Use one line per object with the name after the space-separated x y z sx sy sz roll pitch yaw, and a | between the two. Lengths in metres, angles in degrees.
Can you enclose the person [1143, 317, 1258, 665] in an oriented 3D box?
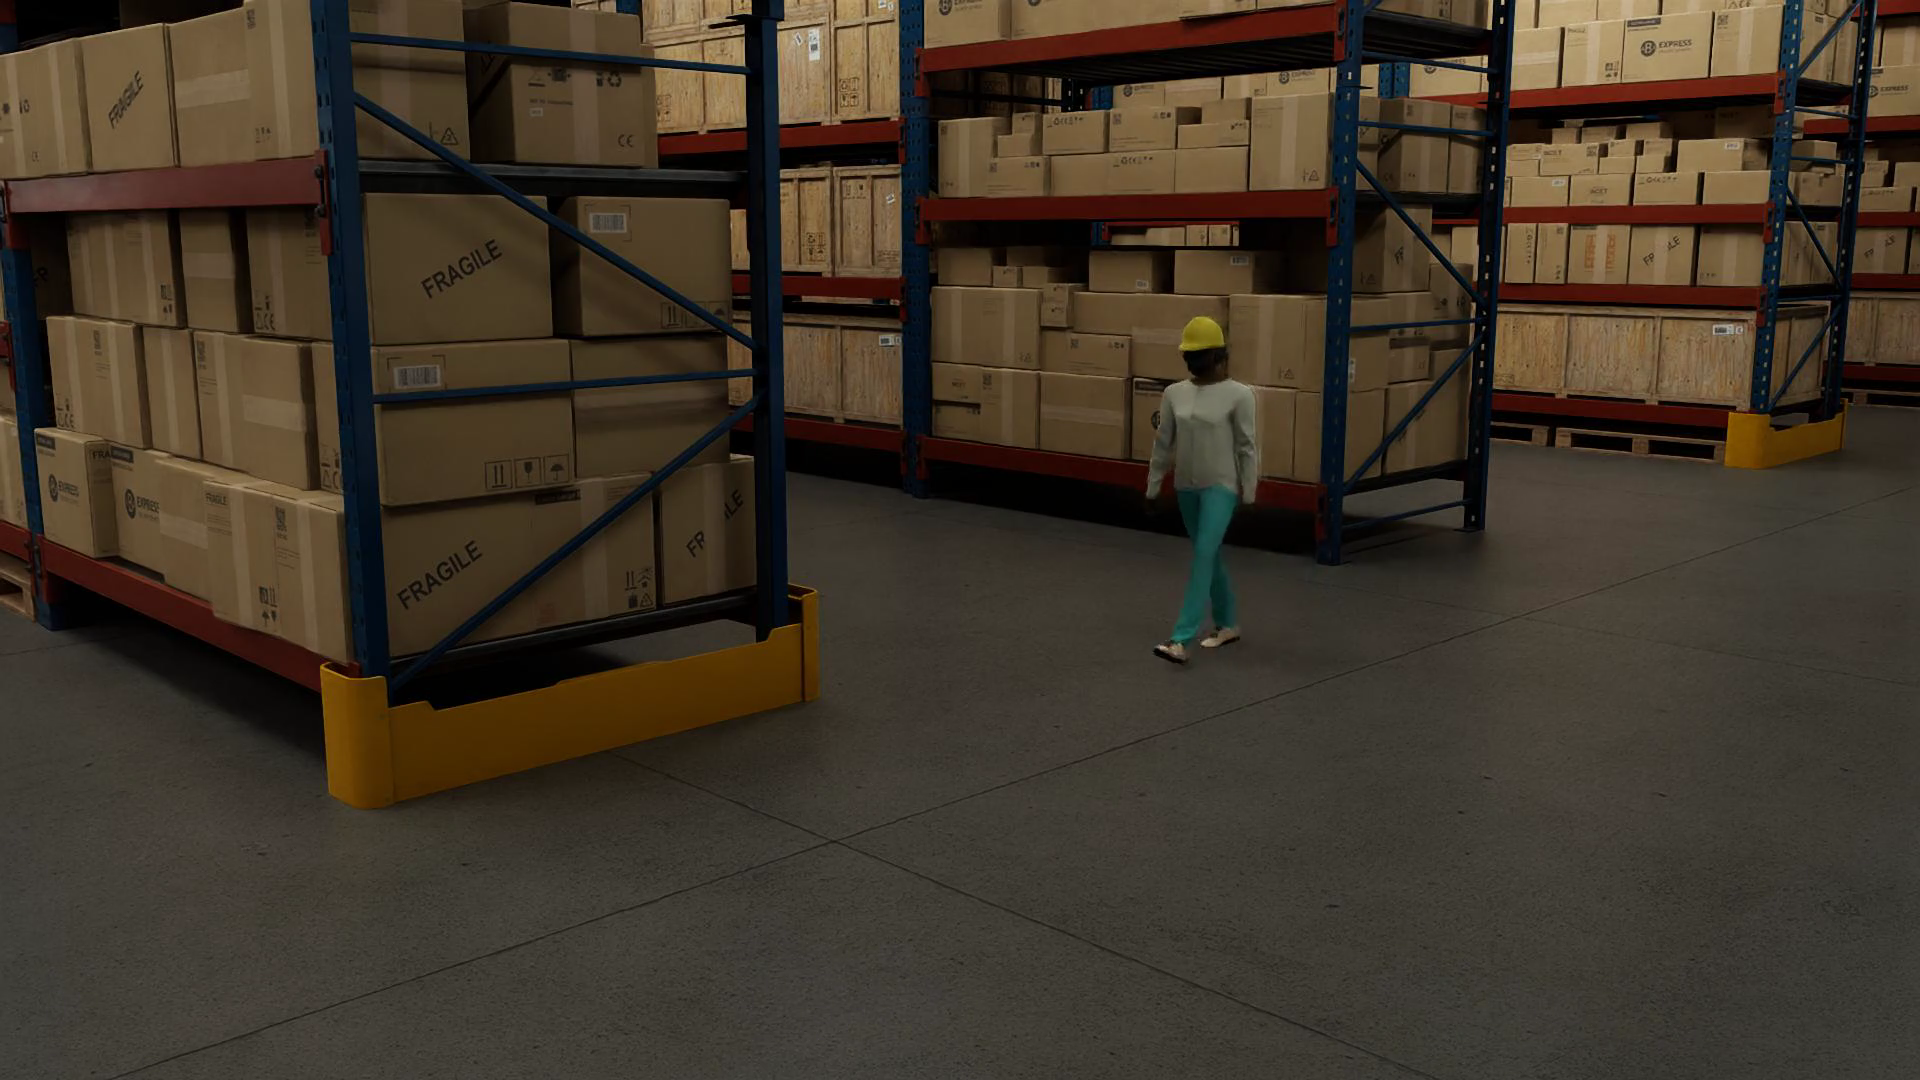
1.171 -0.246 8.340 0.543 1.715 0.902 9 14 40 | person
